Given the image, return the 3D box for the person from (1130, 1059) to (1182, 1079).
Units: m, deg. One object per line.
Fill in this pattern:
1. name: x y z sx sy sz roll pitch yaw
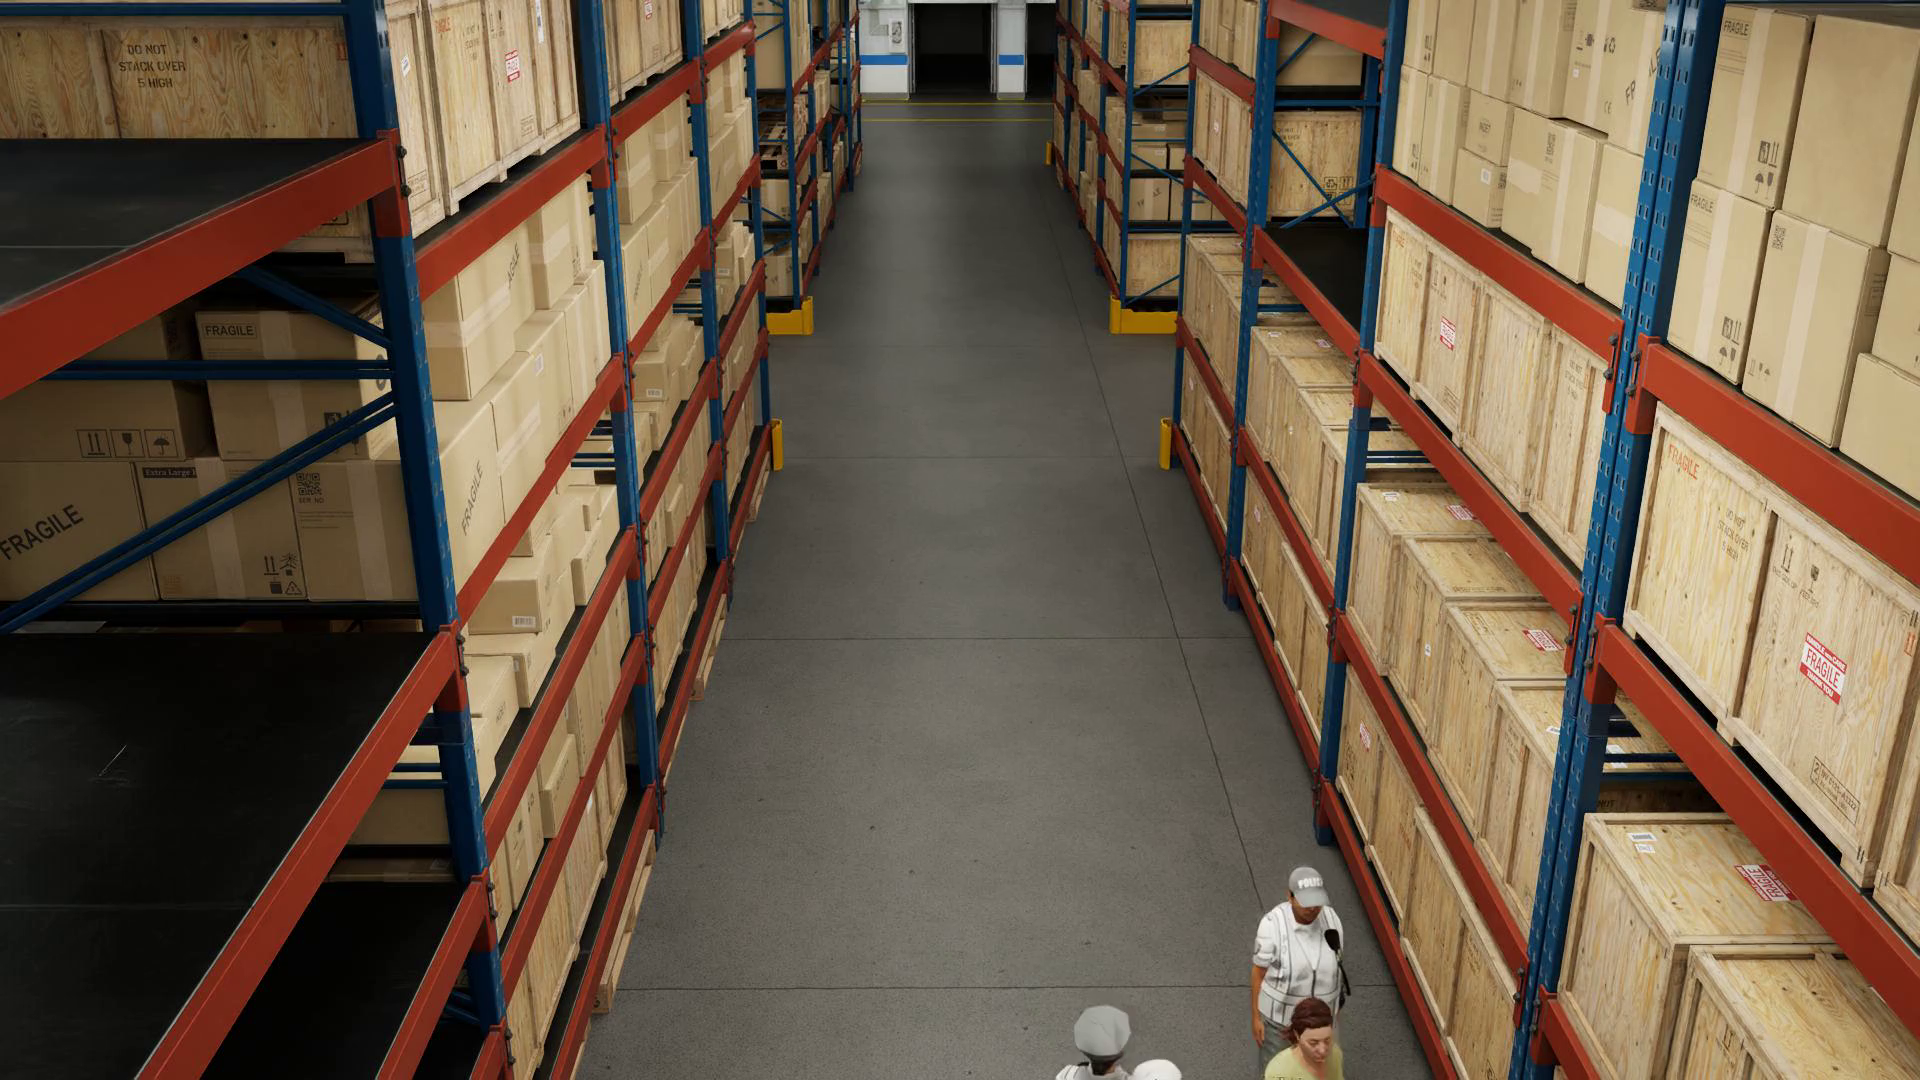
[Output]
1. person: 0.796 2.958 6.991 0.459 1.812 0.614 -6 22 -14

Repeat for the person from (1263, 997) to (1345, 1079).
1. person: 1.564 2.797 7.480 0.455 1.678 0.416 -14 25 -31

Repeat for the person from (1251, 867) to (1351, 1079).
1. person: 1.726 2.433 8.482 0.490 1.681 0.436 -3 22 -8

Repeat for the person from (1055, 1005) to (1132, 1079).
1. person: 0.633 2.829 7.425 0.527 1.705 0.334 7 23 18
